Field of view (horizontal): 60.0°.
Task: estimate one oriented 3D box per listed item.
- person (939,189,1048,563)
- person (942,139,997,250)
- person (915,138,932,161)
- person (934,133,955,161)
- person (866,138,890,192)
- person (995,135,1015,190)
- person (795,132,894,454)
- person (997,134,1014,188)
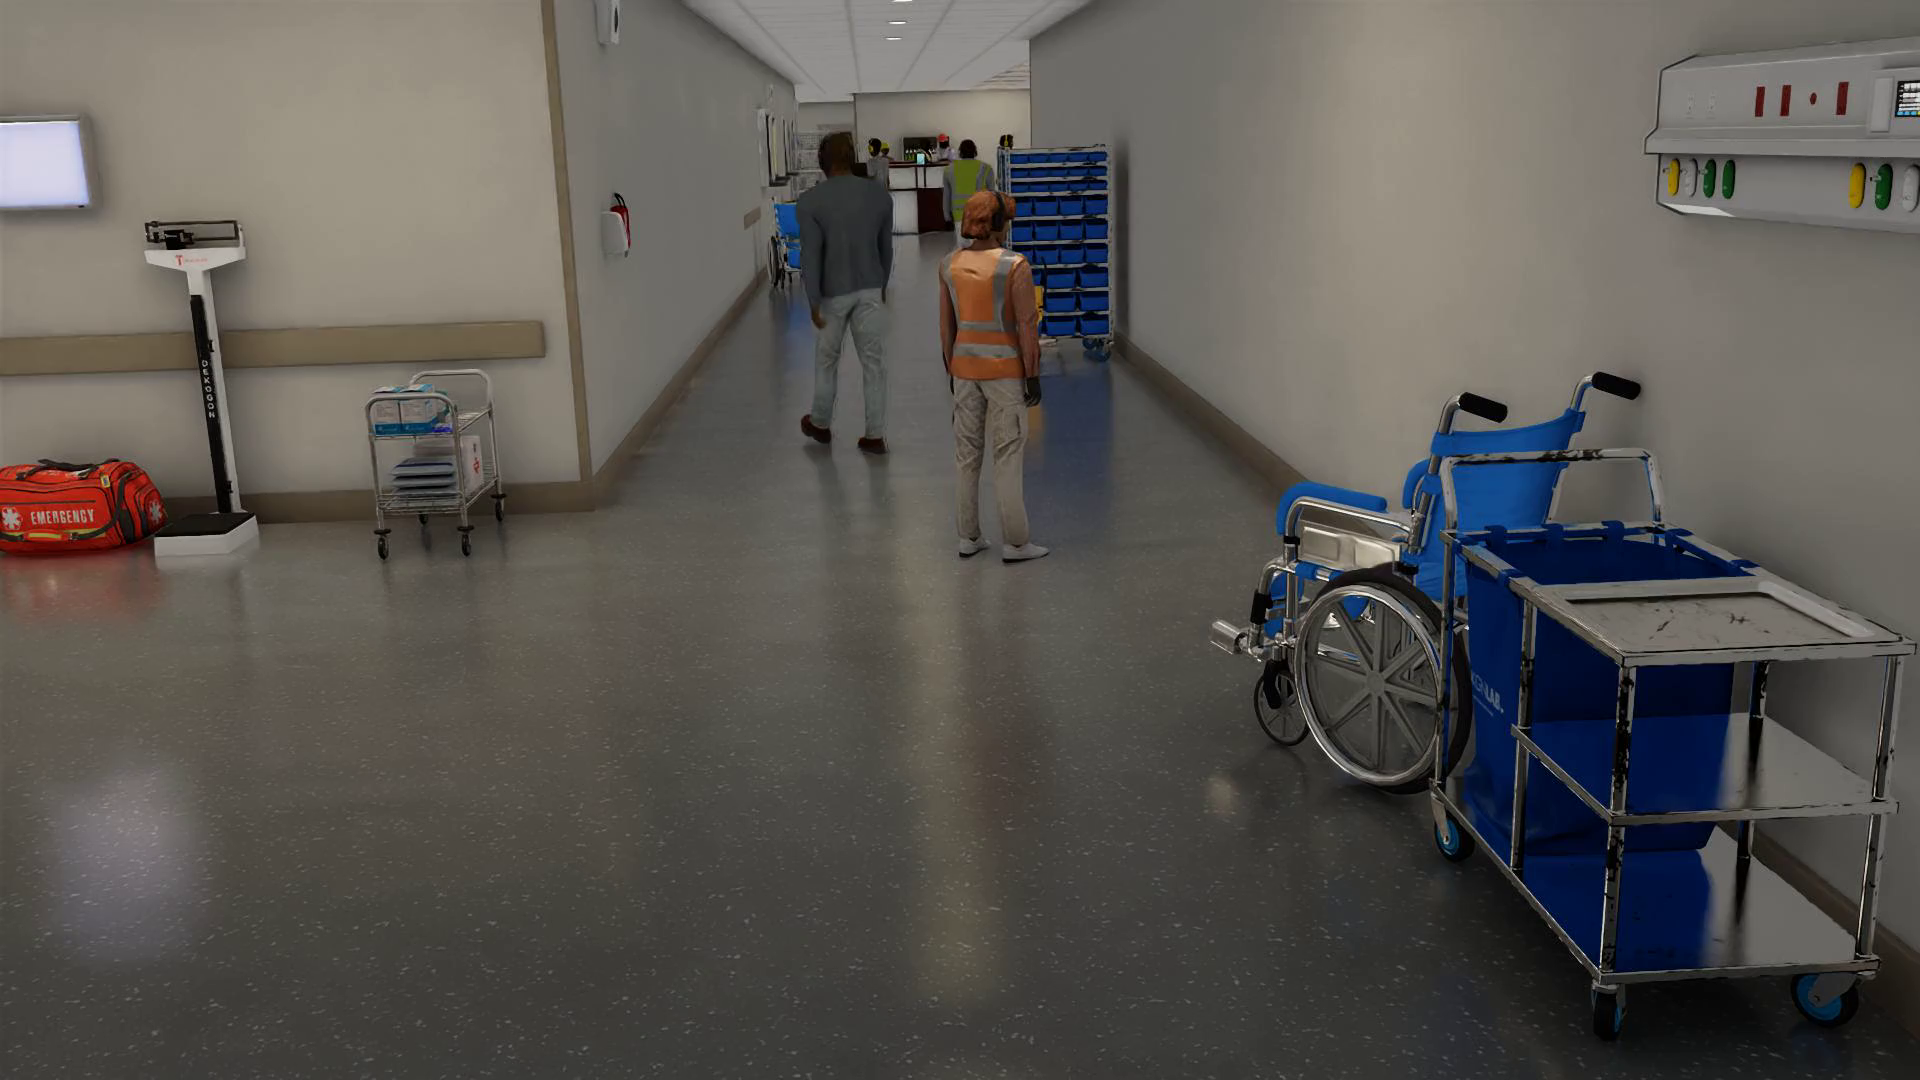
[{"bbox_3d":[0.137,-0.714,7.342,0.514,1.639,0.311,9,17,36],"label":"person"},{"bbox_3d":[0.154,-3.875,19.957,0.641,1.815,0.687,2,14,16],"label":"person"},{"bbox_3d":[-0.754,-8.189,37.745,0.429,1.843,0.632,4,15,23],"label":"person"},{"bbox_3d":[-0.387,-8.927,40.556,0.545,1.929,0.390,5,15,27],"label":"person"},{"bbox_3d":[-1.320,-5.535,26.859,0.310,1.864,0.533,10,18,39],"label":"person"},{"bbox_3d":[1.024,-8.234,37.705,0.508,1.847,0.345,-11,16,-33],"label":"person"},{"bbox_3d":[-0.713,-1.501,10.132,0.645,1.903,0.899,-7,15,-22],"label":"person"},{"bbox_3d":[0.888,-6.922,32.311,0.332,1.862,0.508,1,14,12],"label":"person"}]
